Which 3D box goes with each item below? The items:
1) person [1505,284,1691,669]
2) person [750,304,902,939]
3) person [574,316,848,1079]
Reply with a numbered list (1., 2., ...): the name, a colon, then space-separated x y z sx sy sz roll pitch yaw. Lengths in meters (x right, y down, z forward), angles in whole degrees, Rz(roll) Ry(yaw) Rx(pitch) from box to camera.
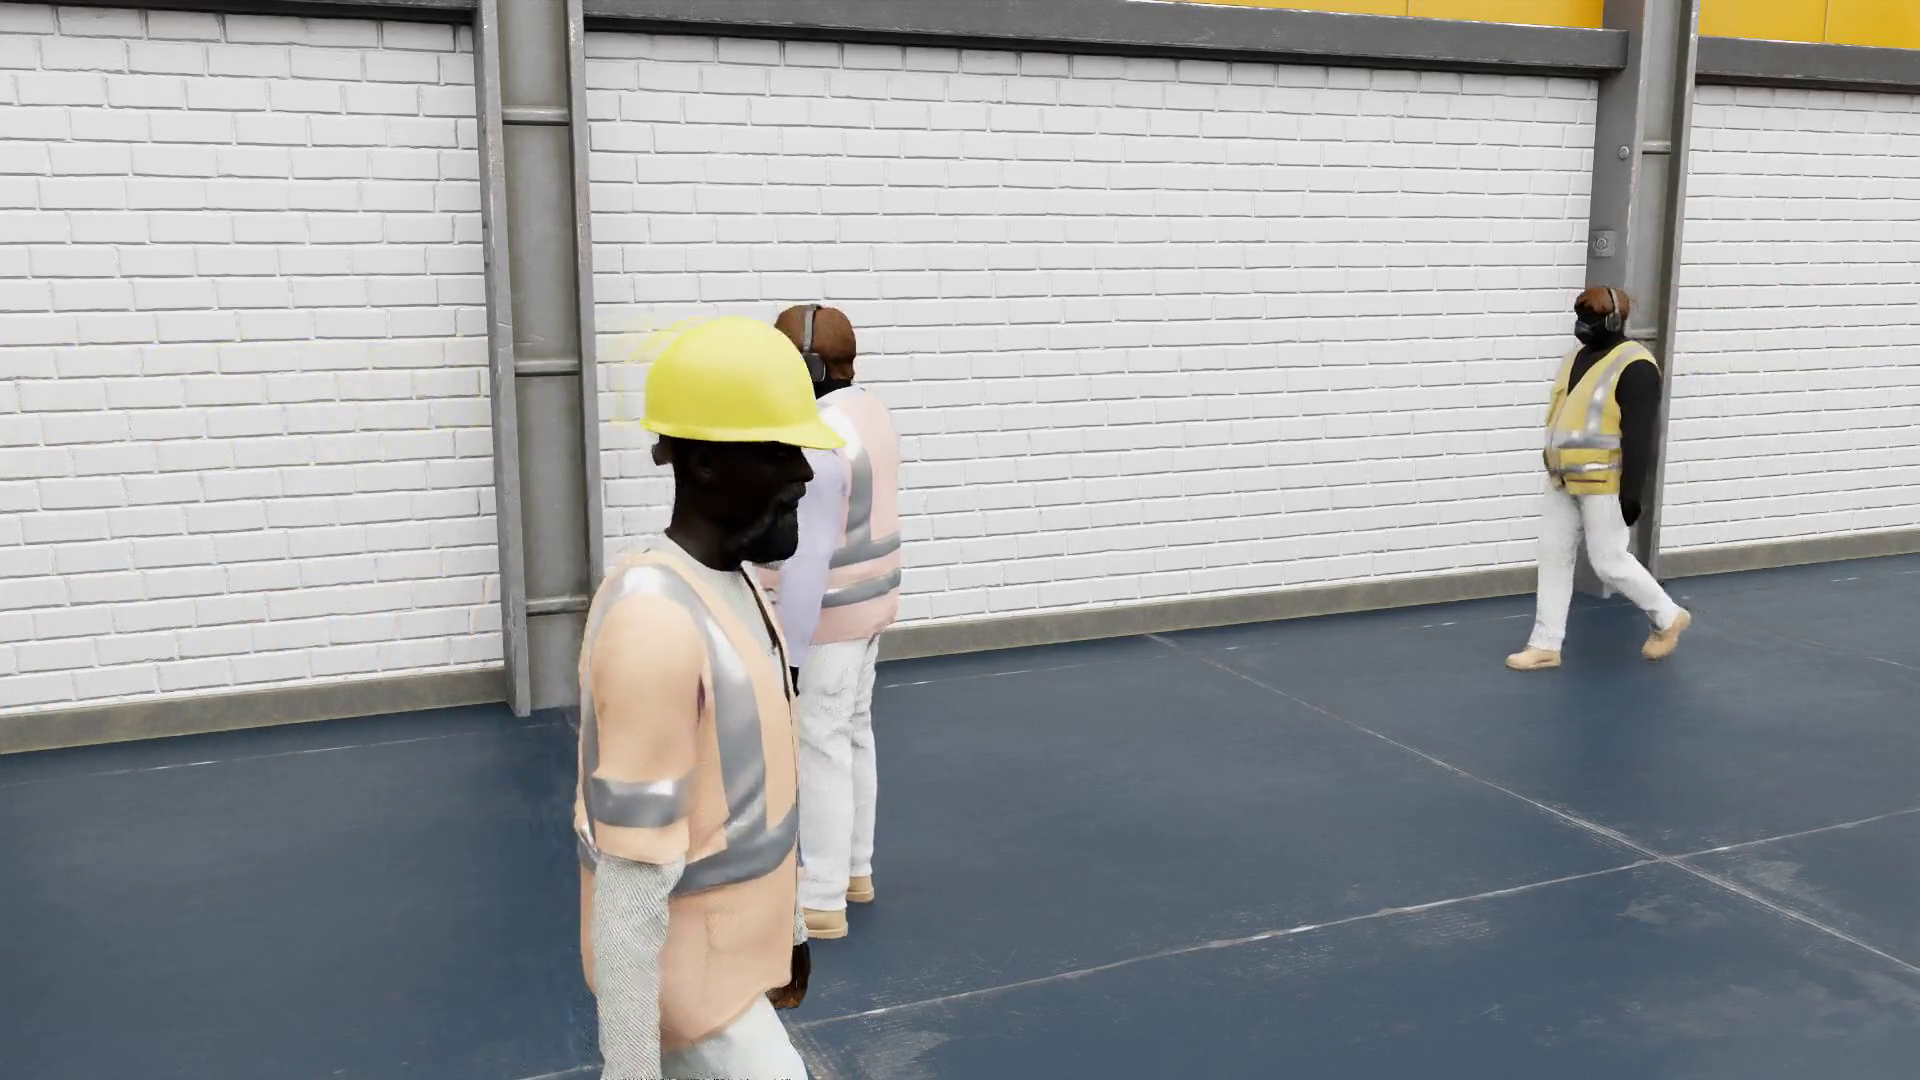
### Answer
1. person: 3.025 -0.281 7.775 0.804 1.819 0.631 -3 11 -14
2. person: -0.394 0.240 4.836 0.429 1.839 0.657 2 11 13
3. person: -0.281 0.627 2.500 0.695 1.904 0.628 0 10 -1
